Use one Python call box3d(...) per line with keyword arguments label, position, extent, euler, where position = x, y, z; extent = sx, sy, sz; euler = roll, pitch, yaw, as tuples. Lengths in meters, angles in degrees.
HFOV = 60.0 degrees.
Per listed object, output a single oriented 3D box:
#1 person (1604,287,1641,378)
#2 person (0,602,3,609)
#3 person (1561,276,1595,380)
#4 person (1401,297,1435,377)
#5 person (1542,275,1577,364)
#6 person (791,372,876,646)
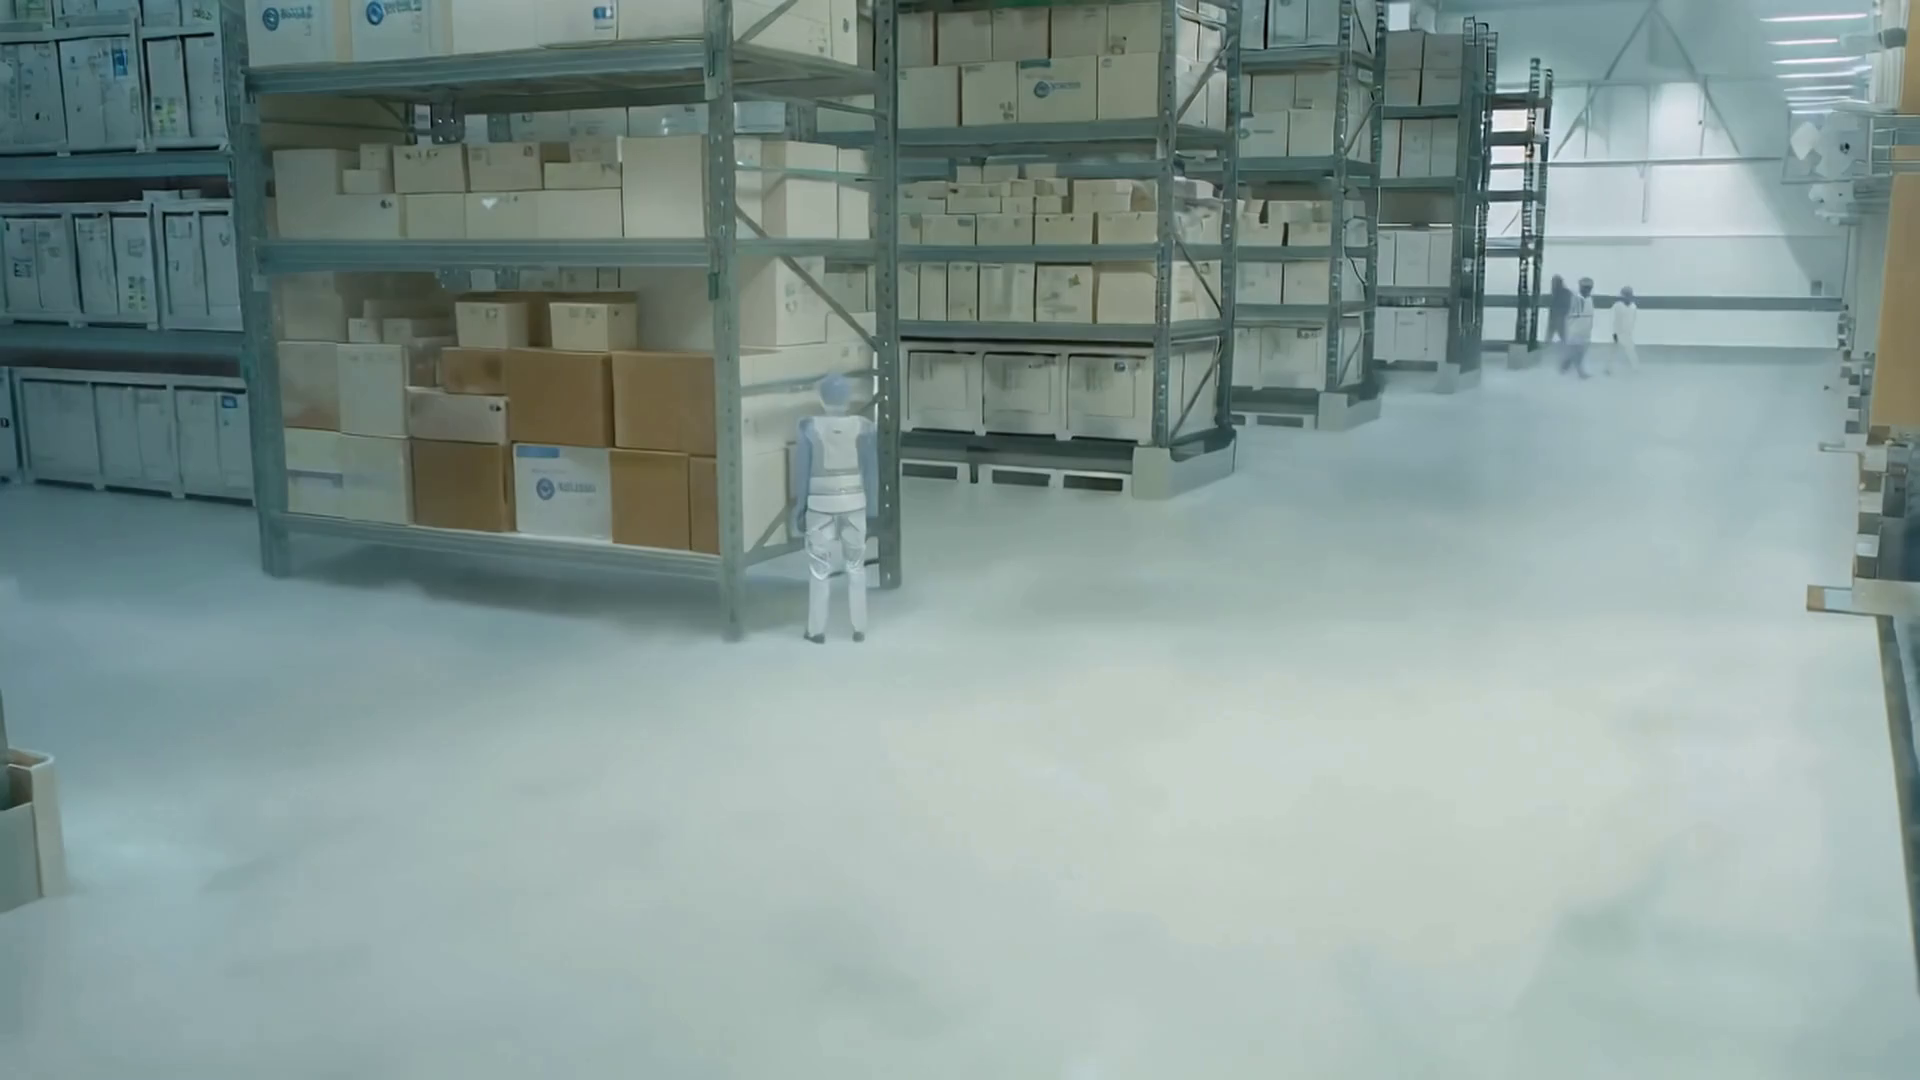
box3d(label="person", position=(12.477, -3.906, 31.298), extent=(0.585, 1.698, 0.910), euler=(-3, 10, -15))
box3d(label="person", position=(-6.419, -0.404, 10.403), extent=(0.948, 1.912, 0.616), euler=(3, 10, 15))
box3d(label="person", position=(11.496, -3.943, 30.878), extent=(0.547, 1.919, 0.697), euler=(-5, 11, -29))
box3d(label="person", position=(8.766, -3.867, 31.086), extent=(0.941, 1.689, 0.487), euler=(5, 11, 27))
box3d(label="person", position=(12.674, -4.648, 35.096), extent=(0.630, 1.868, 0.925), euler=(-4, 11, -21))
box3d(label="person", position=(-0.744, -0.177, 9.893), extent=(0.518, 1.632, 0.315), euler=(-3, 10, -18))
